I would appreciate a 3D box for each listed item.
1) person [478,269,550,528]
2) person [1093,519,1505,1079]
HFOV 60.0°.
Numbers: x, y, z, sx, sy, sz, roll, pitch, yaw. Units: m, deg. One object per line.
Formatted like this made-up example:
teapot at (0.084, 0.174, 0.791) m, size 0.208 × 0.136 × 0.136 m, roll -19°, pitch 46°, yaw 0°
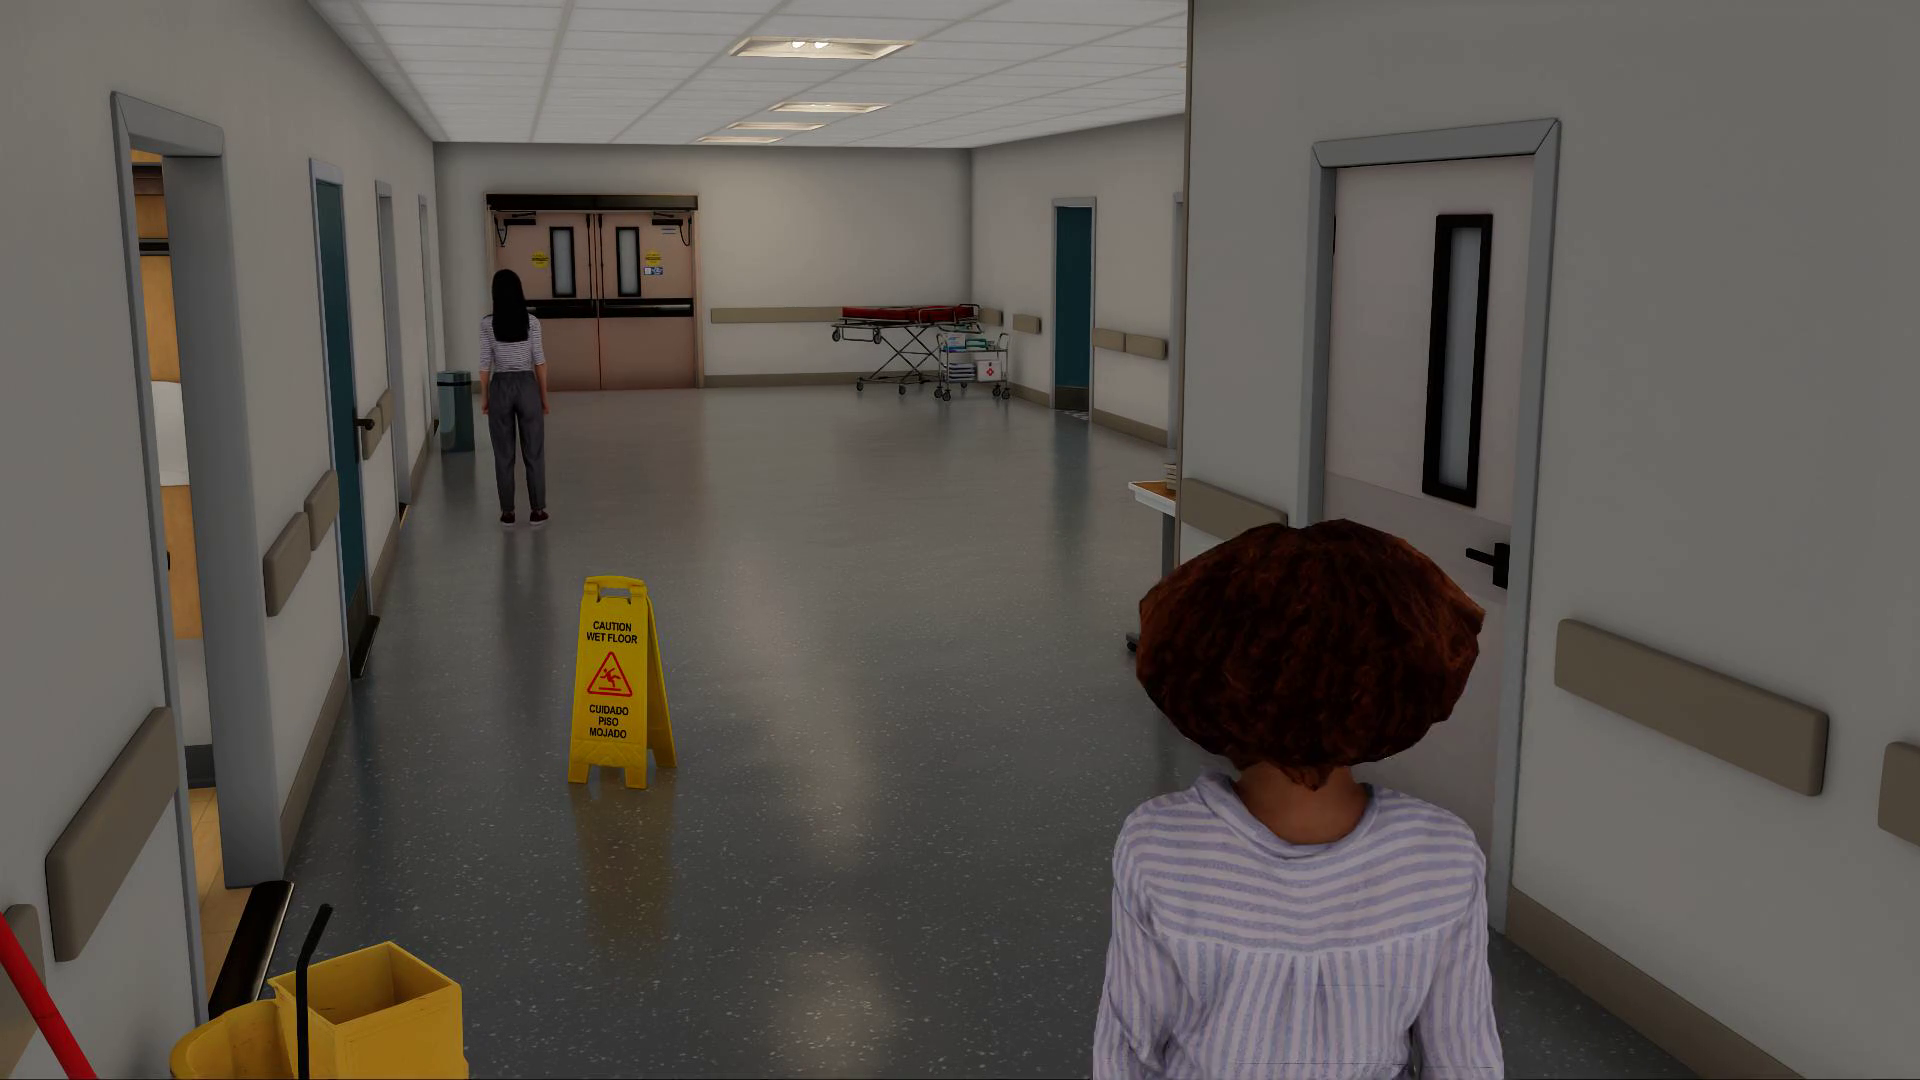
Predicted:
person at (-3.023, -0.963, 11.285) m, size 0.604 × 1.736 × 0.526 m, roll -2°, pitch 11°, yaw -12°
person at (0.375, 0.838, 1.903) m, size 0.768 × 1.696 × 0.902 m, roll 1°, pitch 11°, yaw 3°
